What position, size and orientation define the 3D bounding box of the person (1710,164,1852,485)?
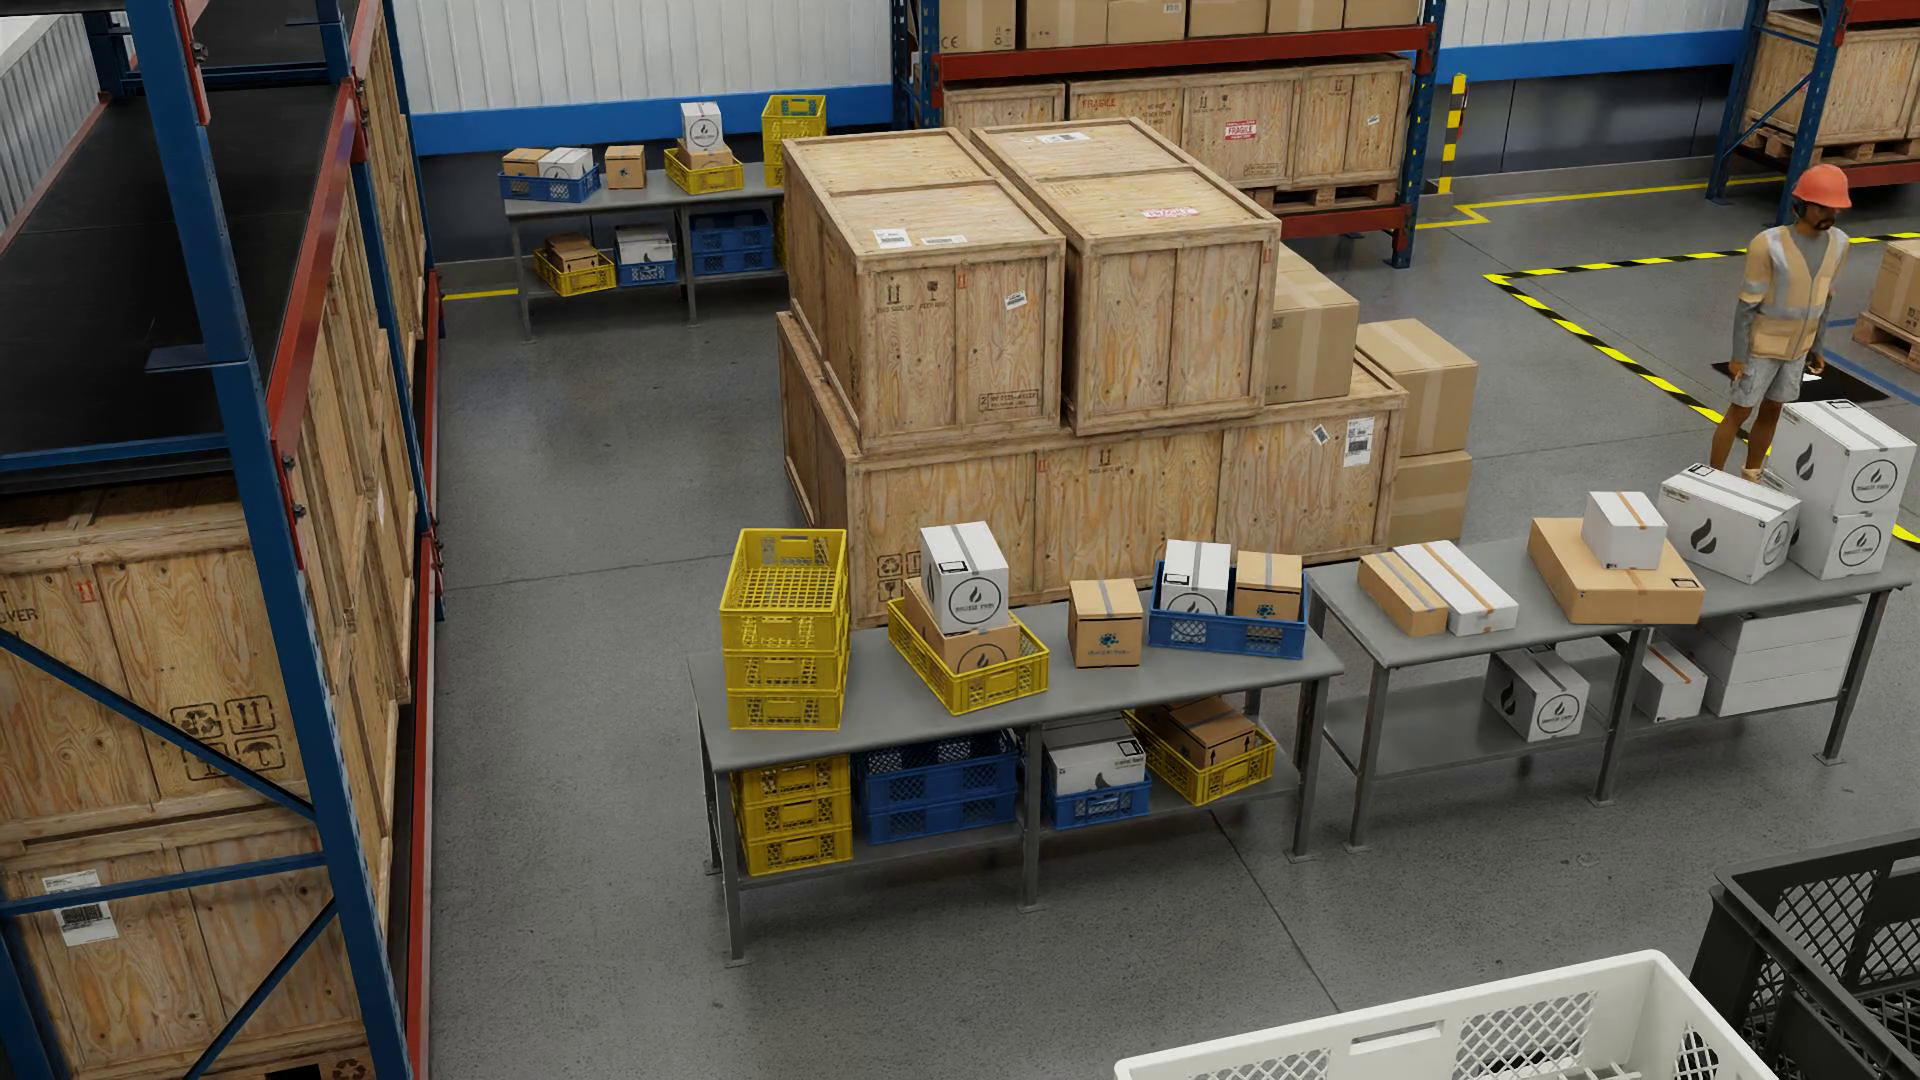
[{"bbox_3d":[4.556,-1.080,9.237,0.604,2.047,0.370,-7,30,-13],"label":"person"}]
